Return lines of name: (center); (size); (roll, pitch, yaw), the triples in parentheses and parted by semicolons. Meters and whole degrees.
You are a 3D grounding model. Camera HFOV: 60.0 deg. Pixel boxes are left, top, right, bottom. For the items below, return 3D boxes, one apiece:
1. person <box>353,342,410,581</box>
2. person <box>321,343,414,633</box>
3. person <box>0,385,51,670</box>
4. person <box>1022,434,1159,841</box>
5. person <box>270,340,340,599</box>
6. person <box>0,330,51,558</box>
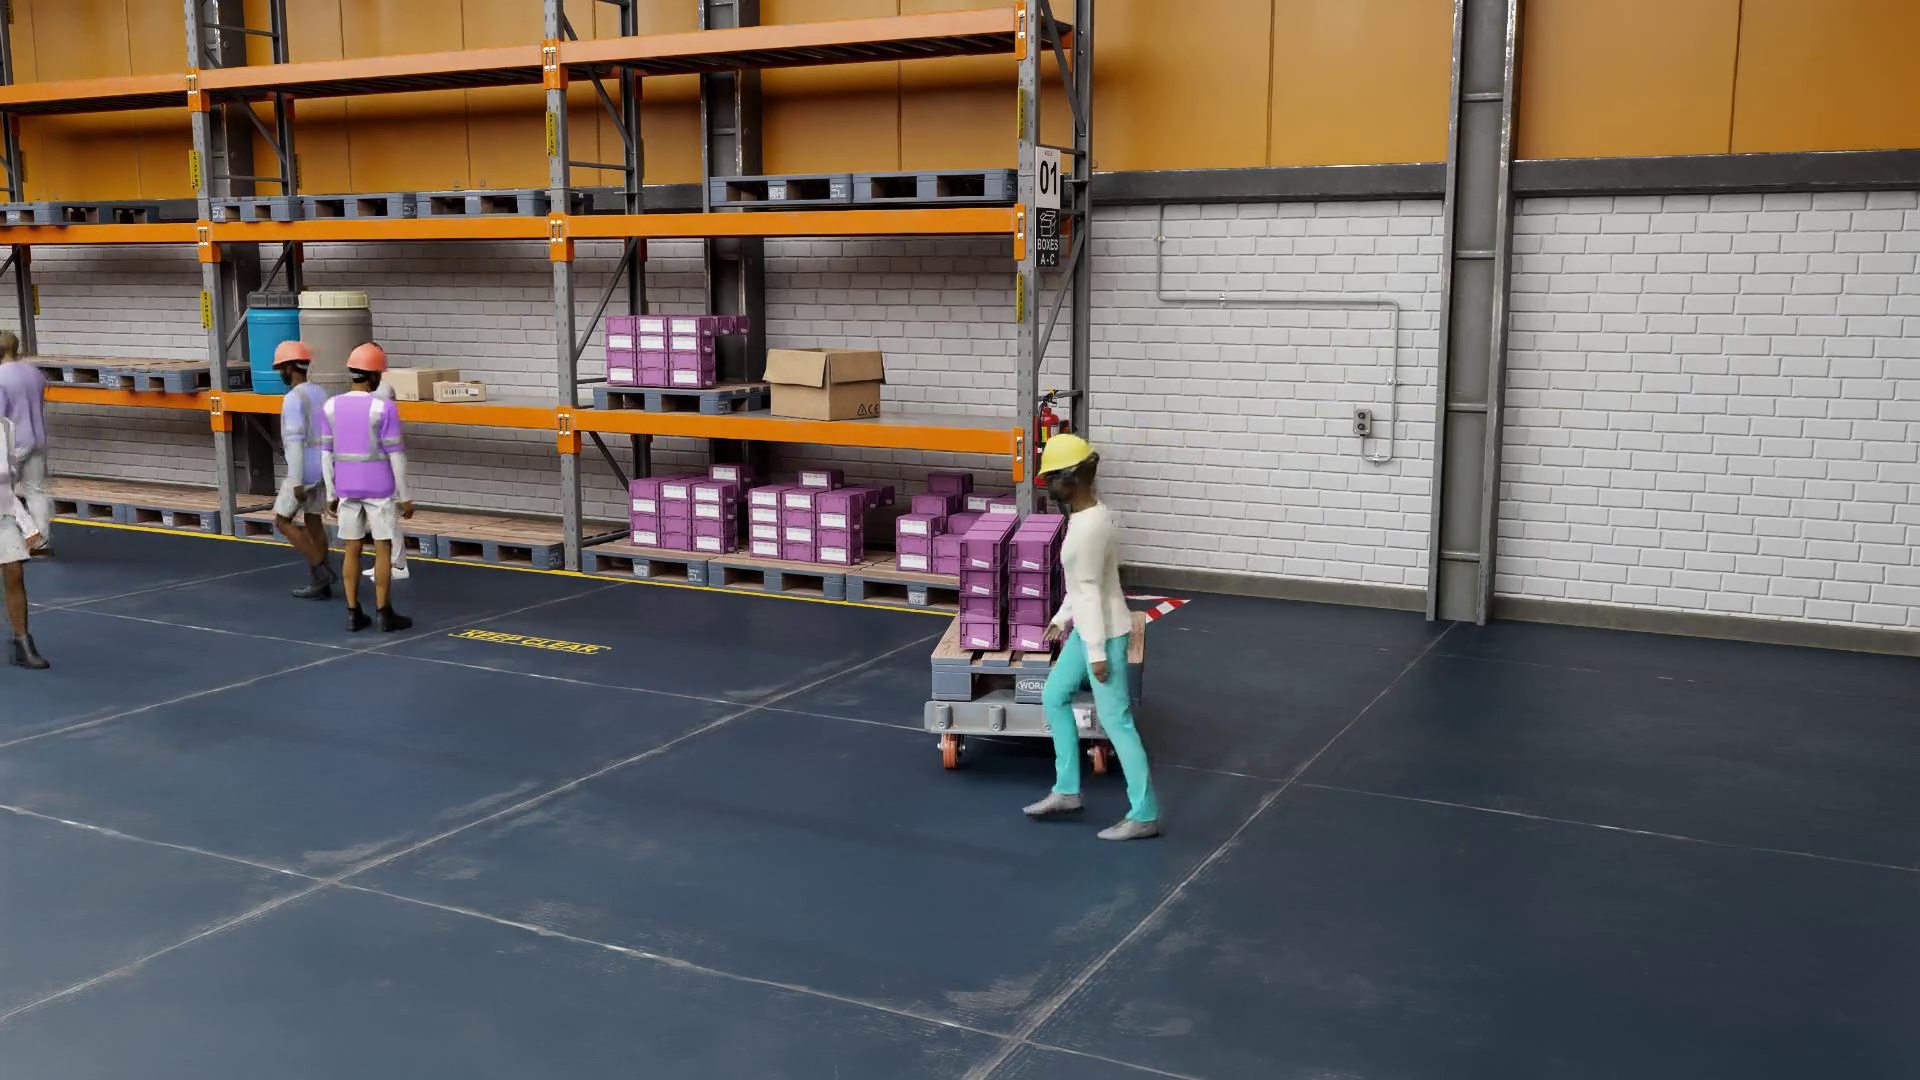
person: (-4.519, -0.608, 12.969); (0.321, 1.860, 0.527); (-5, 11, -30)
person: (-3.939, -0.334, 11.071); (0.581, 1.924, 0.401); (2, 9, 9)
person: (-6.005, -0.167, 10.131); (0.942, 1.911, 0.552); (5, 10, 27)
person: (0.543, 0.409, 7.123); (0.710, 1.711, 0.533); (1, 9, 5)
person: (-4.798, -0.498, 12.143); (0.403, 1.908, 0.545); (1, 9, 8)
person: (-7.822, -0.775, 13.805); (0.430, 1.928, 0.643); (2, 9, 11)
